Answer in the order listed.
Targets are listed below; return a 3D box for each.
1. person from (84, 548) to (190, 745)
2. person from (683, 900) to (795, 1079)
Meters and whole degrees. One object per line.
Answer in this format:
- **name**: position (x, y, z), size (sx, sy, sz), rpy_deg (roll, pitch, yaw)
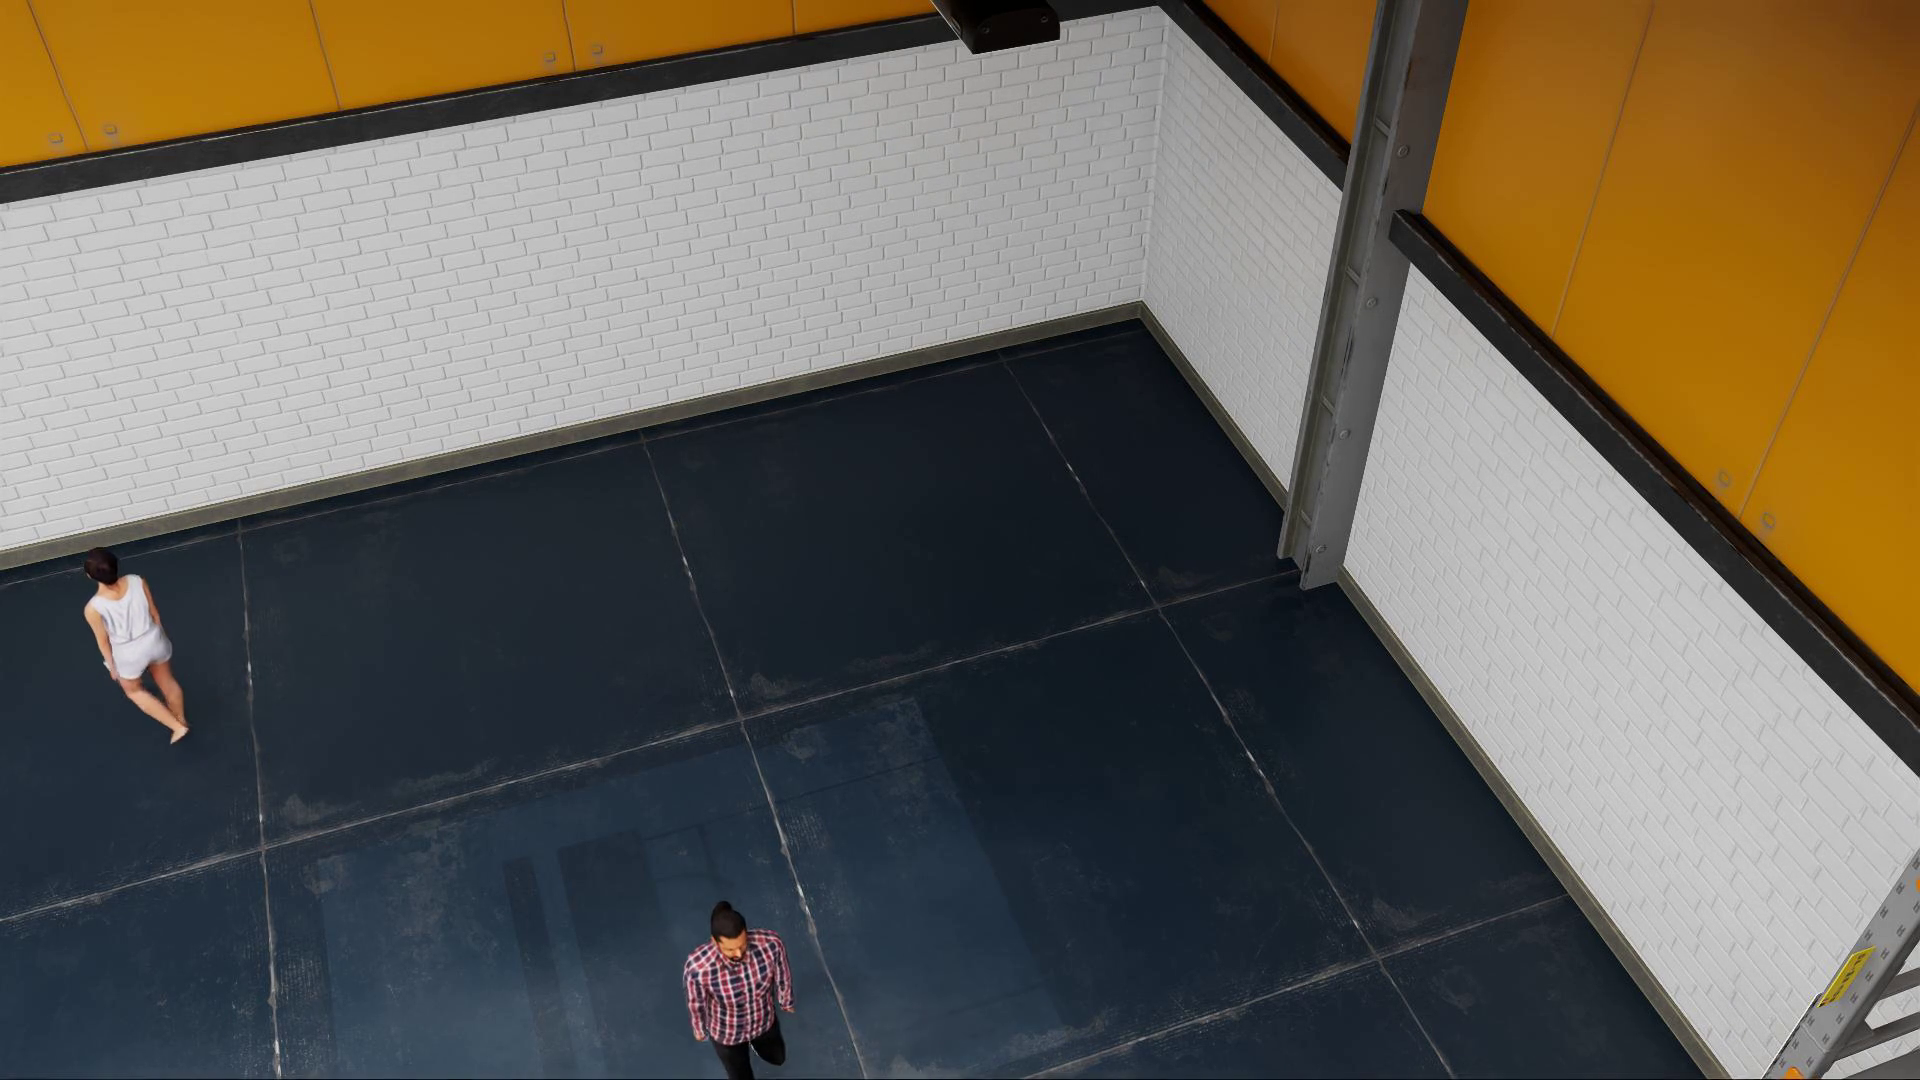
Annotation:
- **person**: position (-5.014, 0.697, 10.233), size (0.793, 1.597, 0.731), rpy_deg (26, 49, 24)
- **person**: position (-1.121, 2.335, 8.403), size (0.720, 1.748, 0.885), rpy_deg (-16, 46, -16)
